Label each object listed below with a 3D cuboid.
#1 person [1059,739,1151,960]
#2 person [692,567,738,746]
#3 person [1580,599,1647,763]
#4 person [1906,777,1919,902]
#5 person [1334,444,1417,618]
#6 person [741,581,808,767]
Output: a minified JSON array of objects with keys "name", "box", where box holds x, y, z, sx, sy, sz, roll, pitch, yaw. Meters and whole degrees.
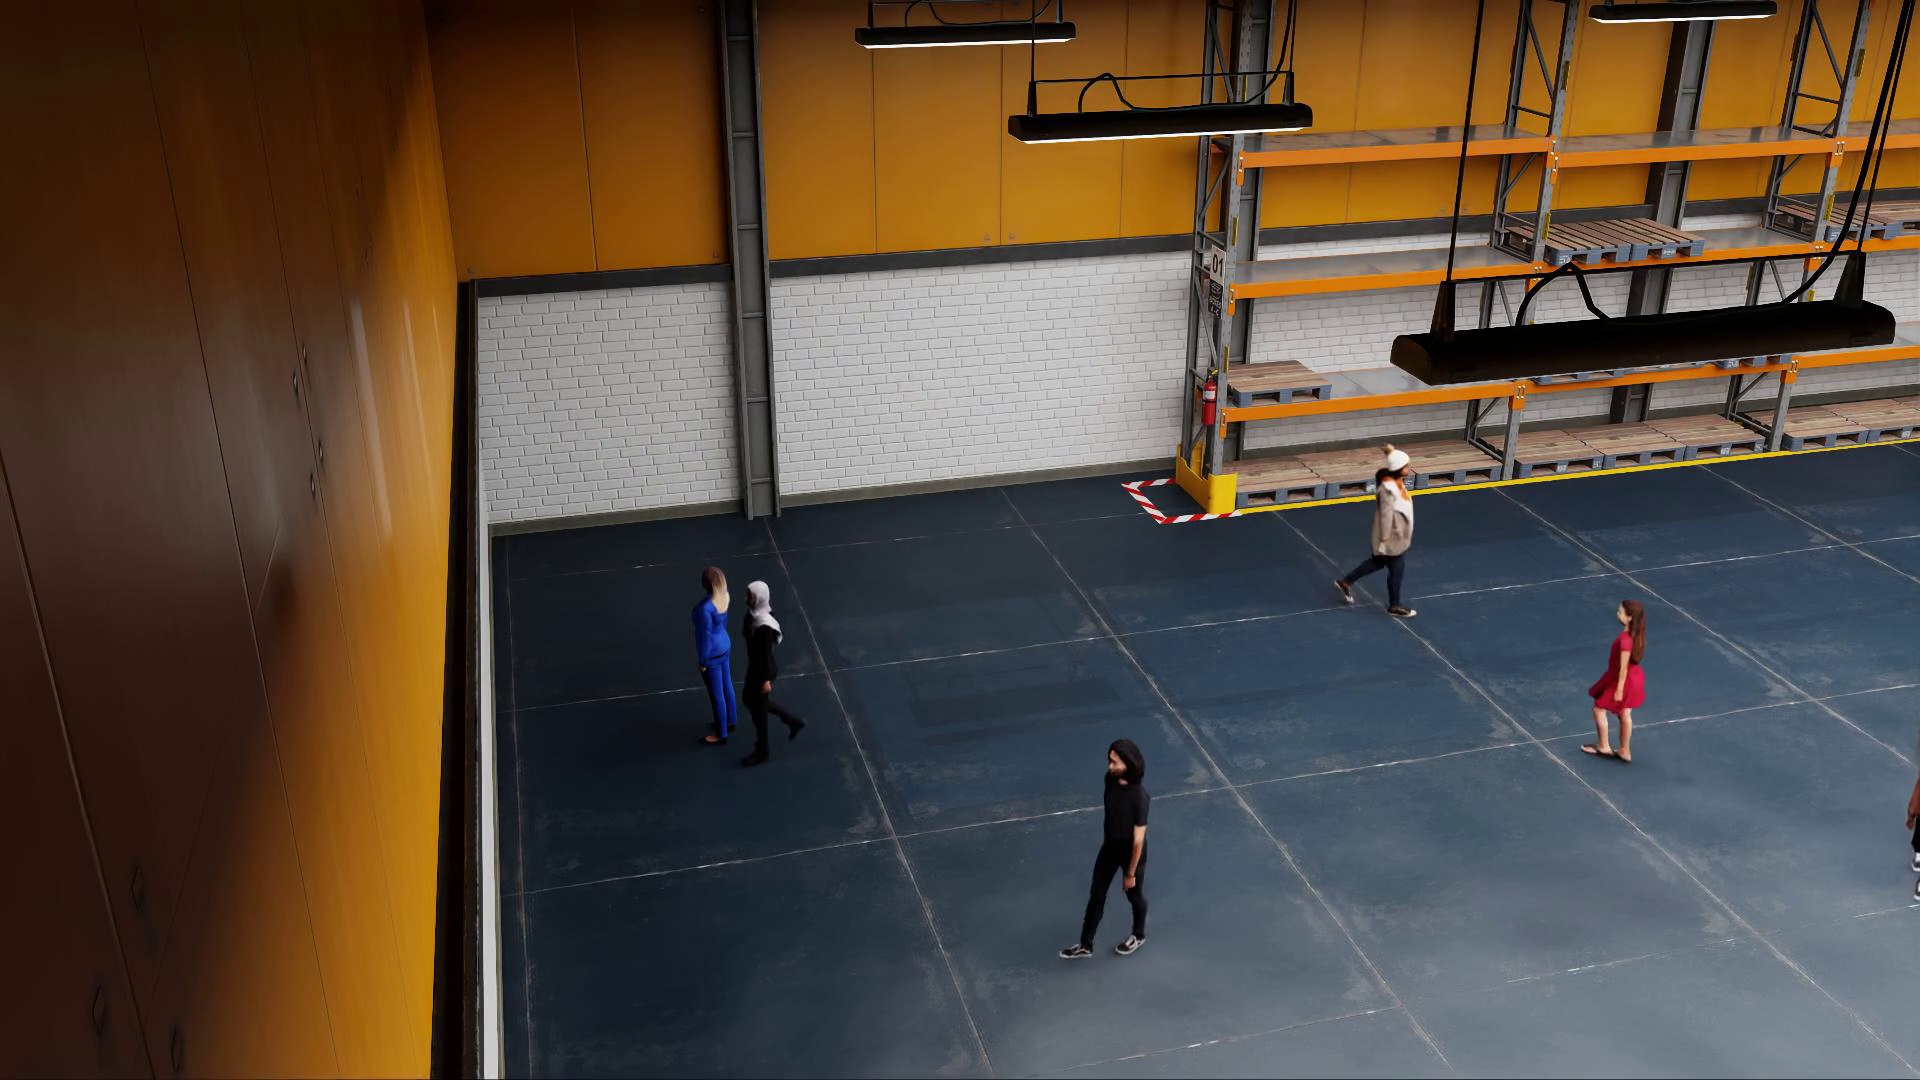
[{"name":"person","box":[1.257,2.212,12.030,1.053,1.816,0.863,-15,28,-31]},{"name":"person","box":[-2.181,1.016,14.909,0.711,1.701,0.703,6,24,13]},{"name":"person","box":[5.885,1.257,14.561,0.778,1.537,0.721,17,29,33]},{"name":"person","box":[7.580,2.139,12.923,0.862,1.233,0.939,15,28,30]},{"name":"person","box":[4.364,-0.110,17.274,1.204,1.870,0.997,5,24,12]},{"name":"person","box":[-1.649,1.147,14.528,0.872,1.766,0.666,-9,25,-19]}]
